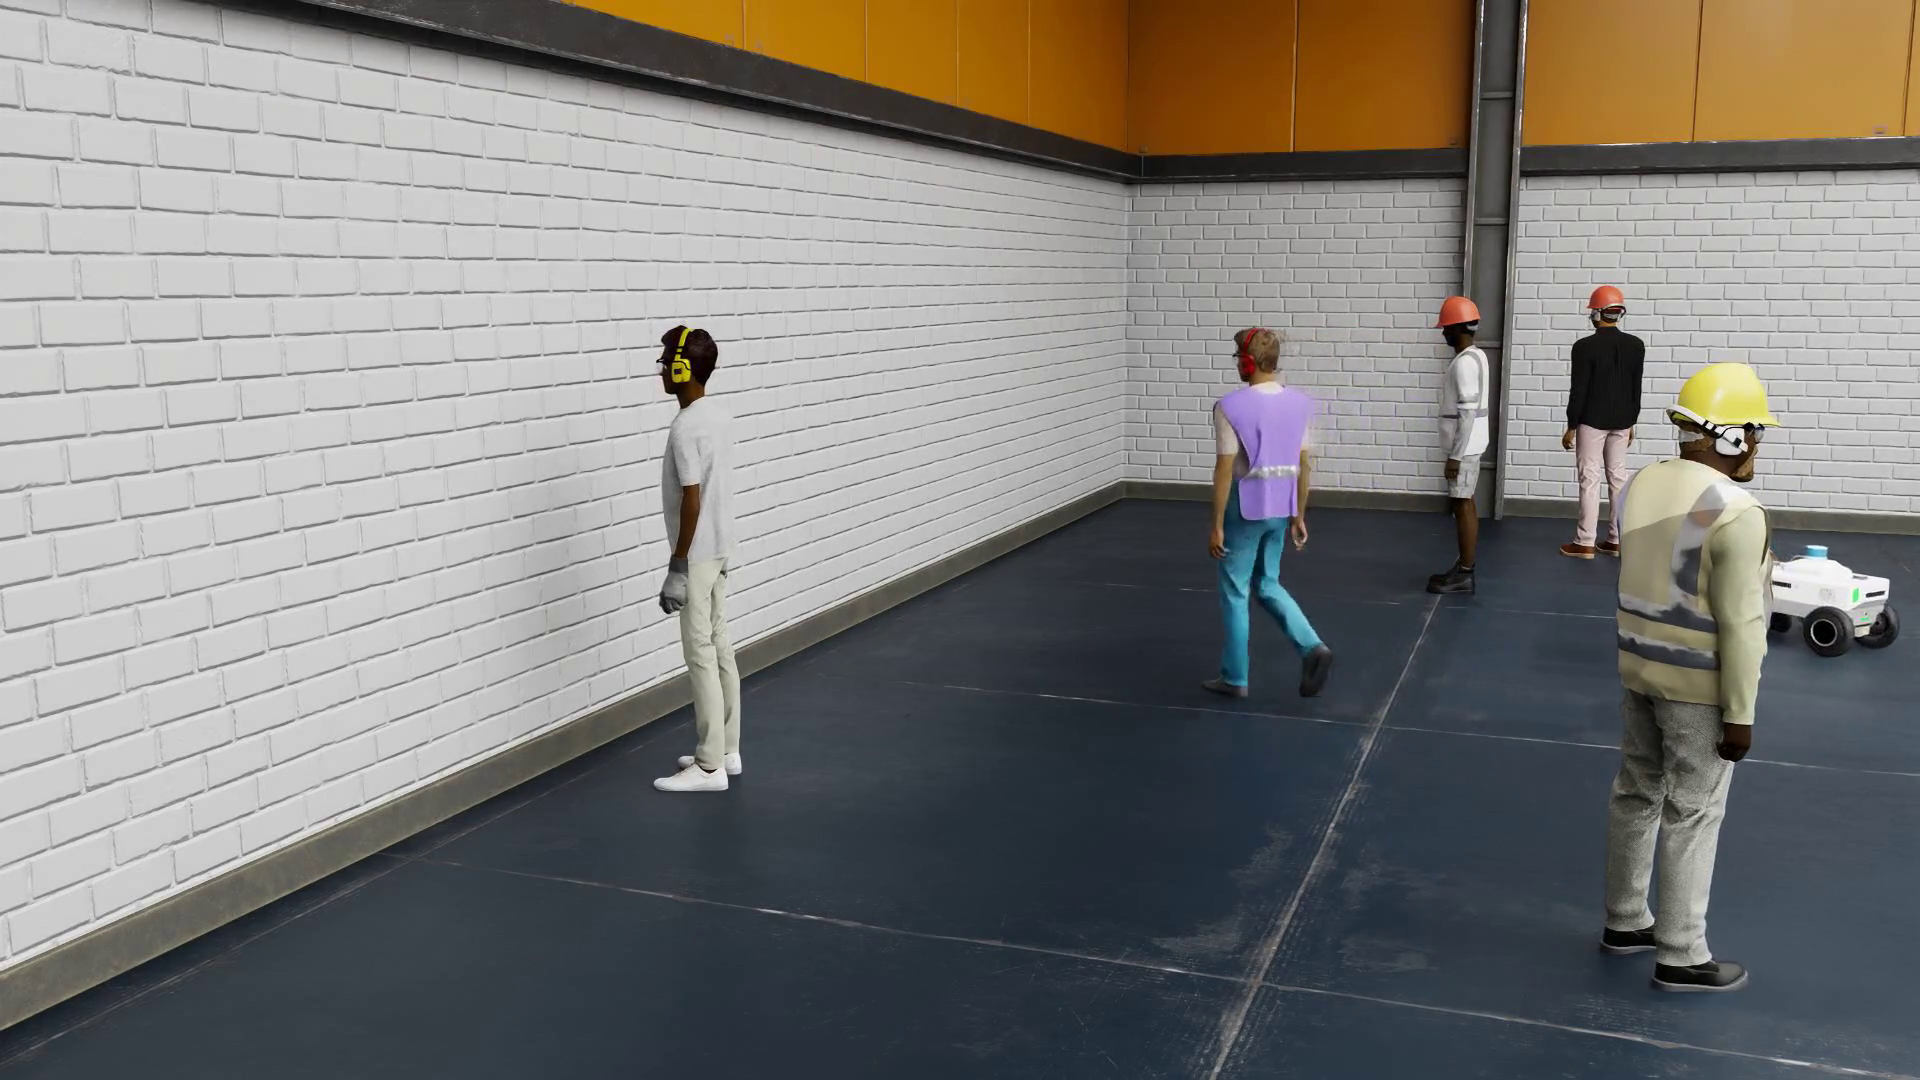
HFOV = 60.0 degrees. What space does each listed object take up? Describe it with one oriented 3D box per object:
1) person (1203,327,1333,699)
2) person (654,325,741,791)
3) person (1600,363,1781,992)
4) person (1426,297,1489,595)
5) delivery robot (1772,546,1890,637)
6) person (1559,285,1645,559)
[{"bbox_3d":[1.463,-0.103,7.980,0.567,1.828,0.645,-6,11,-34],"label":"person"},{"bbox_3d":[-1.068,0.080,6.687,0.328,1.873,0.521,2,9,11],"label":"person"},{"bbox_3d":[2.130,0.399,4.845,0.403,1.824,0.593,-2,9,-12],"label":"person"},{"bbox_3d":[3.233,-0.606,10.809,0.375,1.930,0.542,4,10,22],"label":"person"},{"bbox_3d":[4.770,0.275,9.290,0.477,0.478,0.707,-5,10,-30],"label":"delivery robot"},{"bbox_3d":[4.696,-0.856,12.180,0.608,1.995,0.377,-3,9,-17],"label":"person"}]
